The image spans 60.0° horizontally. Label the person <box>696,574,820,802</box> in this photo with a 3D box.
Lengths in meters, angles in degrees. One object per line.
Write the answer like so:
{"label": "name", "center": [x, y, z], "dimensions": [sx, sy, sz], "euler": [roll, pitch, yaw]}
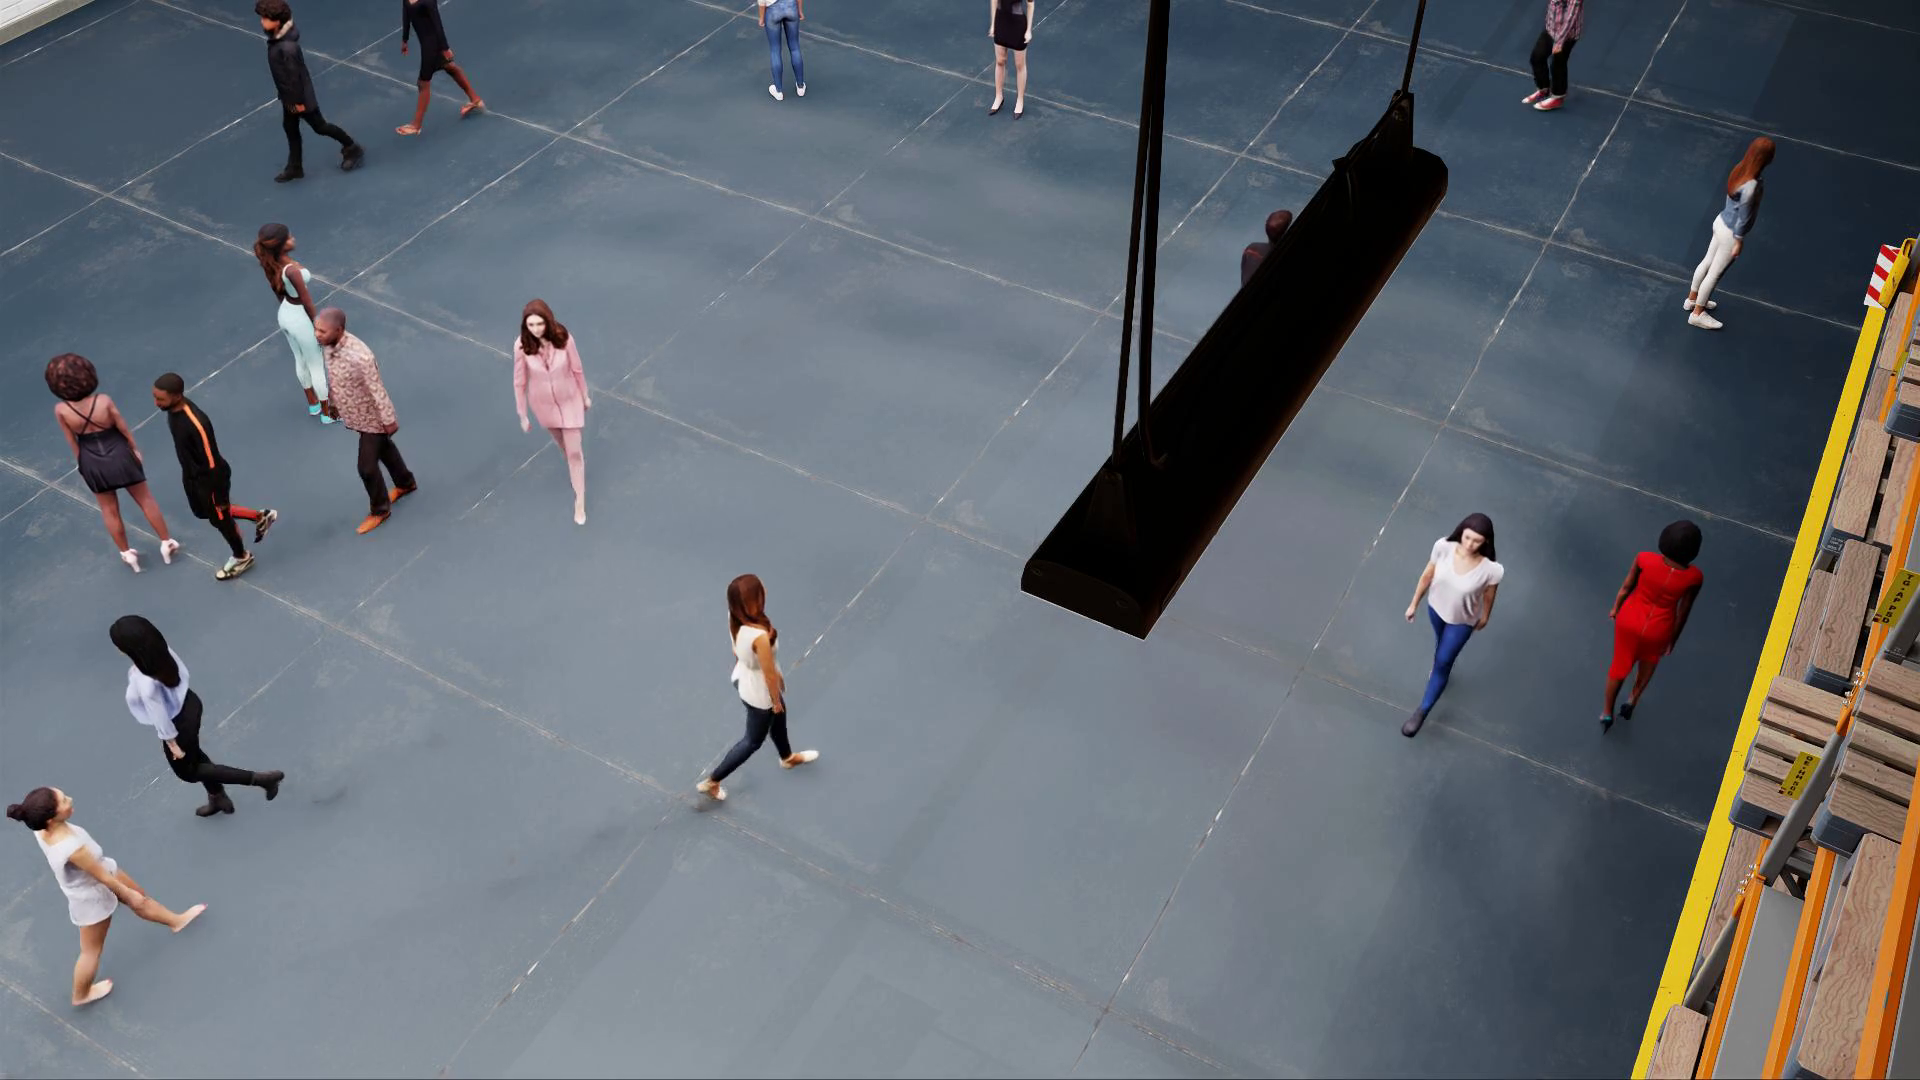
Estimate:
{"label": "person", "center": [-1.301, 0.919, 9.984], "dimensions": [1.143, 1.760, 0.969], "euler": [-19, 47, -19]}

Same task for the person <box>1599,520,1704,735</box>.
{"label": "person", "center": [4.234, 0.603, 10.337], "dimensions": [0.601, 1.731, 0.644], "euler": [16, 46, 16]}

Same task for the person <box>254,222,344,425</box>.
{"label": "person", "center": [-5.044, -1.660, 12.716], "dimensions": [0.596, 1.725, 0.574], "euler": [29, 51, 27]}

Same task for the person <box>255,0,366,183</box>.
{"label": "person", "center": [-6.014, -4.139, 15.300], "dimensions": [1.195, 1.752, 0.947], "euler": [-25, 49, -24]}

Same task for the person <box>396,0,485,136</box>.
{"label": "person", "center": [-5.022, -4.783, 16.040], "dimensions": [1.273, 1.662, 0.898], "euler": [-32, 52, -29]}

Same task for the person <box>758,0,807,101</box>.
{"label": "person", "center": [-1.763, -5.191, 16.427], "dimensions": [0.667, 1.719, 0.748], "euler": [-14, 45, -15]}

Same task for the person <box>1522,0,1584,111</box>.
{"label": "person", "center": [5.899, -4.999, 16.221], "dimensions": [0.909, 1.725, 0.843], "euler": [-1, 44, -1]}

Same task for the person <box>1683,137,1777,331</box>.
{"label": "person", "center": [6.307, -2.540, 13.657], "dimensions": [0.740, 1.702, 0.584], "euler": [6, 44, 6]}

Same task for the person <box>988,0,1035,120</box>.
{"label": "person", "center": [0.500, -4.975, 16.120], "dimensions": [0.597, 1.829, 0.536], "euler": [16, 46, 16]}

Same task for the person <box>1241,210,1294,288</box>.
{"label": "person", "center": [2.290, -1.644, 12.624], "dimensions": [0.828, 1.829, 0.882], "euler": [33, 53, 30]}

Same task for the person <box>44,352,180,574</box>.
{"label": "person", "center": [-5.856, -0.512, 11.469], "dimensions": [0.660, 1.784, 0.730], "euler": [-18, 47, -18]}

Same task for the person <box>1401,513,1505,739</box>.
{"label": "person", "center": [3.161, 0.418, 10.596], "dimensions": [0.753, 1.640, 1.138], "euler": [31, 52, 28]}

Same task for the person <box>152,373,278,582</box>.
{"label": "person", "center": [-5.081, -0.479, 11.429], "dimensions": [0.876, 1.791, 0.749], "euler": [-32, 52, -29]}

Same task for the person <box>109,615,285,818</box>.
{"label": "person", "center": [-4.518, 1.073, 9.845], "dimensions": [0.991, 1.729, 0.939], "euler": [-8, 44, -8]}

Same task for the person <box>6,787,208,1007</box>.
{"label": "person", "center": [-4.790, 1.951, 9.042], "dimensions": [0.730, 1.566, 1.122], "euler": [32, 52, 29]}

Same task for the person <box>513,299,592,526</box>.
{"label": "person", "center": [-2.914, -1.041, 12.039], "dimensions": [1.052, 1.763, 1.169], "euler": [-6, 44, -6]}

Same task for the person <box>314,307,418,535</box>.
{"label": "person", "center": [-4.190, -0.954, 11.931], "dimensions": [0.840, 1.786, 0.933], "euler": [34, 53, 30]}
